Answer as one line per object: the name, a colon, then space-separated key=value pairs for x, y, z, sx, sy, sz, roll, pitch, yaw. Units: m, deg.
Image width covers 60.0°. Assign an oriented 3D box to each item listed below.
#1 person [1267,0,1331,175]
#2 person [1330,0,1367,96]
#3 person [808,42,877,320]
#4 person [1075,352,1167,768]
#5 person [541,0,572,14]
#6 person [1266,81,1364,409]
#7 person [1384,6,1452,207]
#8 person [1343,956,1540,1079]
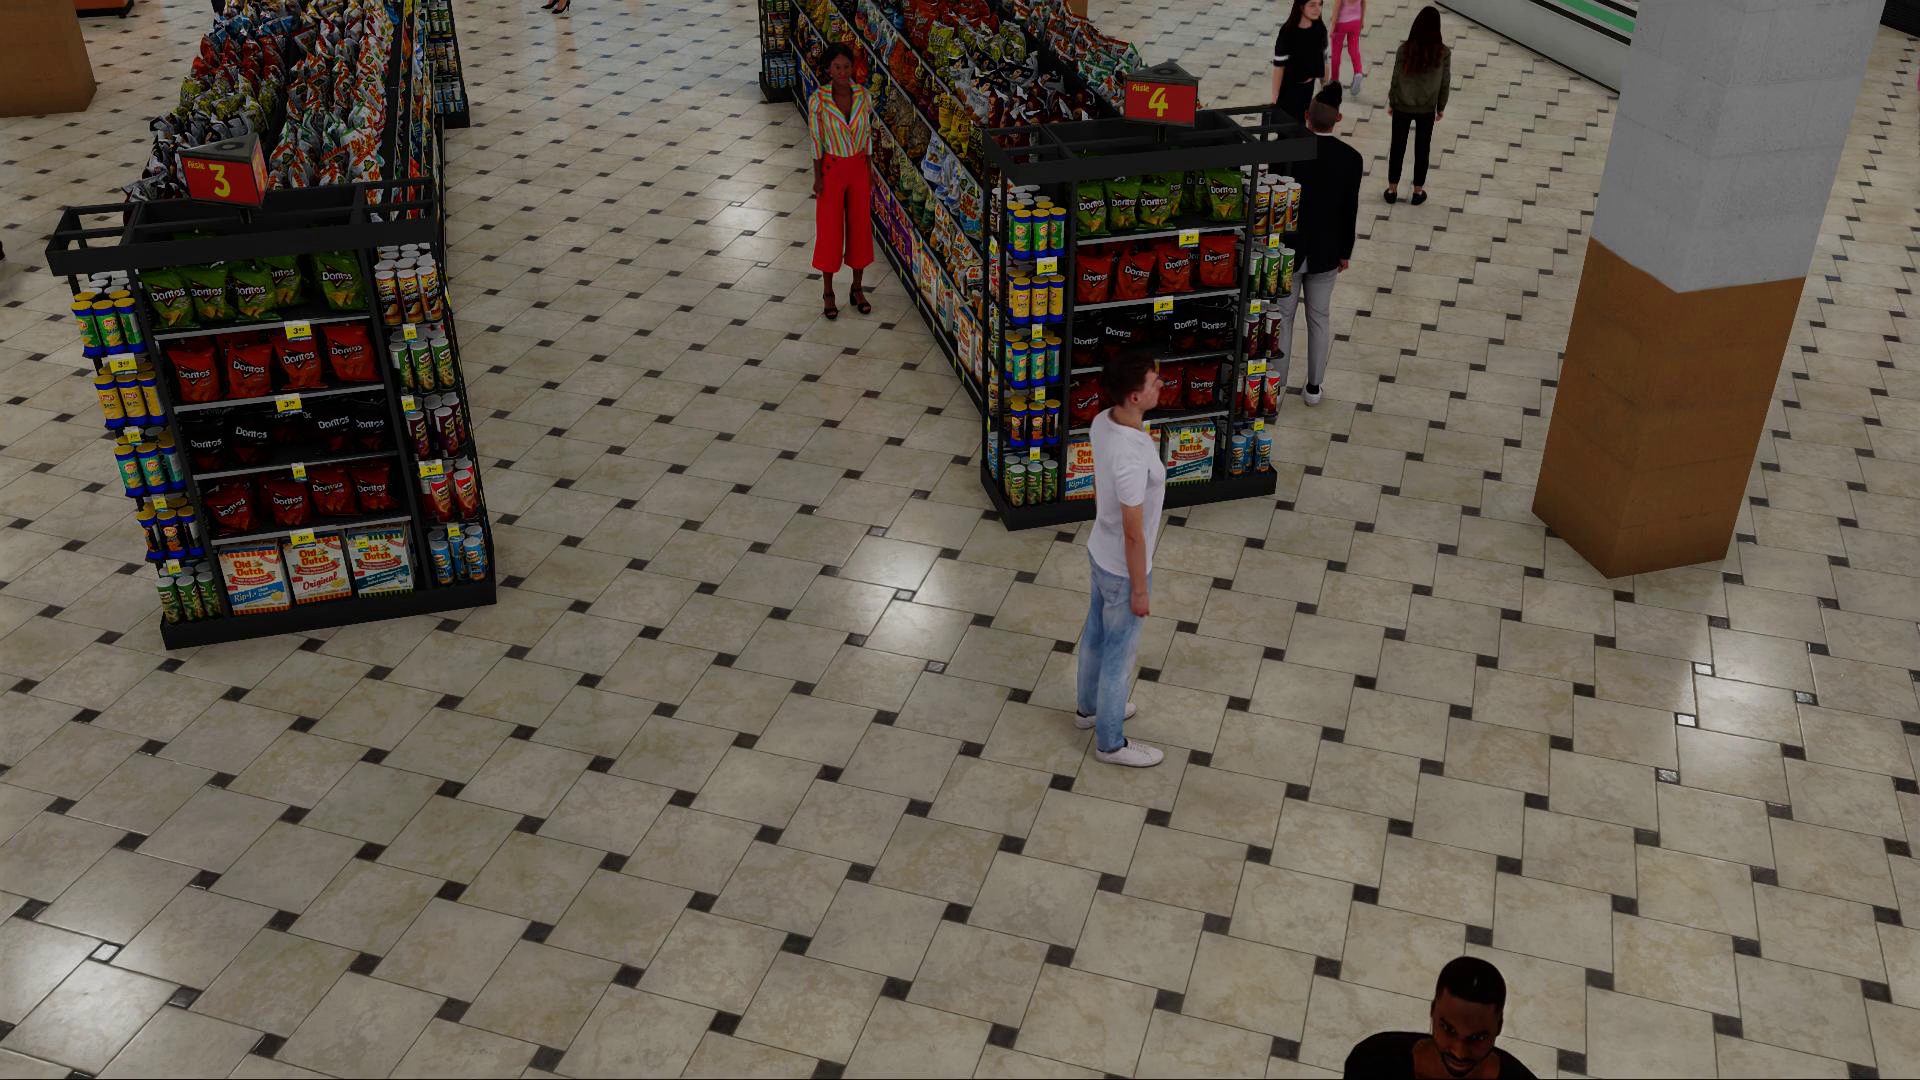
person: x=2.487 y=-3.380 z=12.586 sx=0.775 sy=1.618 sz=0.946 roll=-21 pitch=37 yaw=-29
person: x=3.520 y=-4.641 z=14.952 sx=0.499 sy=1.259 sz=0.791 roll=-8 pitch=33 yaw=-12
person: x=-0.744 y=-2.292 z=10.670 sx=0.620 sy=1.793 sz=0.565 roll=-13 pitch=34 yaw=-19
person: x=0.649 y=0.082 z=6.801 sx=0.713 sy=1.852 sz=0.486 roll=-6 pitch=32 yaw=-10
person: x=-4.310 y=-6.434 z=17.307 sx=0.865 sy=1.816 sz=0.781 roll=-21 pitch=37 yaw=-29
person: x=1.991 y=-1.679 z=9.538 sx=0.764 sy=1.950 sz=0.692 roll=0 pitch=32 yaw=0
person: x=3.436 y=-3.270 z=12.543 sx=0.654 sy=1.475 sz=0.649 roll=7 pitch=33 yaw=12
person: x=1.146 y=1.731 z=4.194 sx=0.715 sy=1.805 sz=0.708 roll=8 pitch=33 yaw=13
